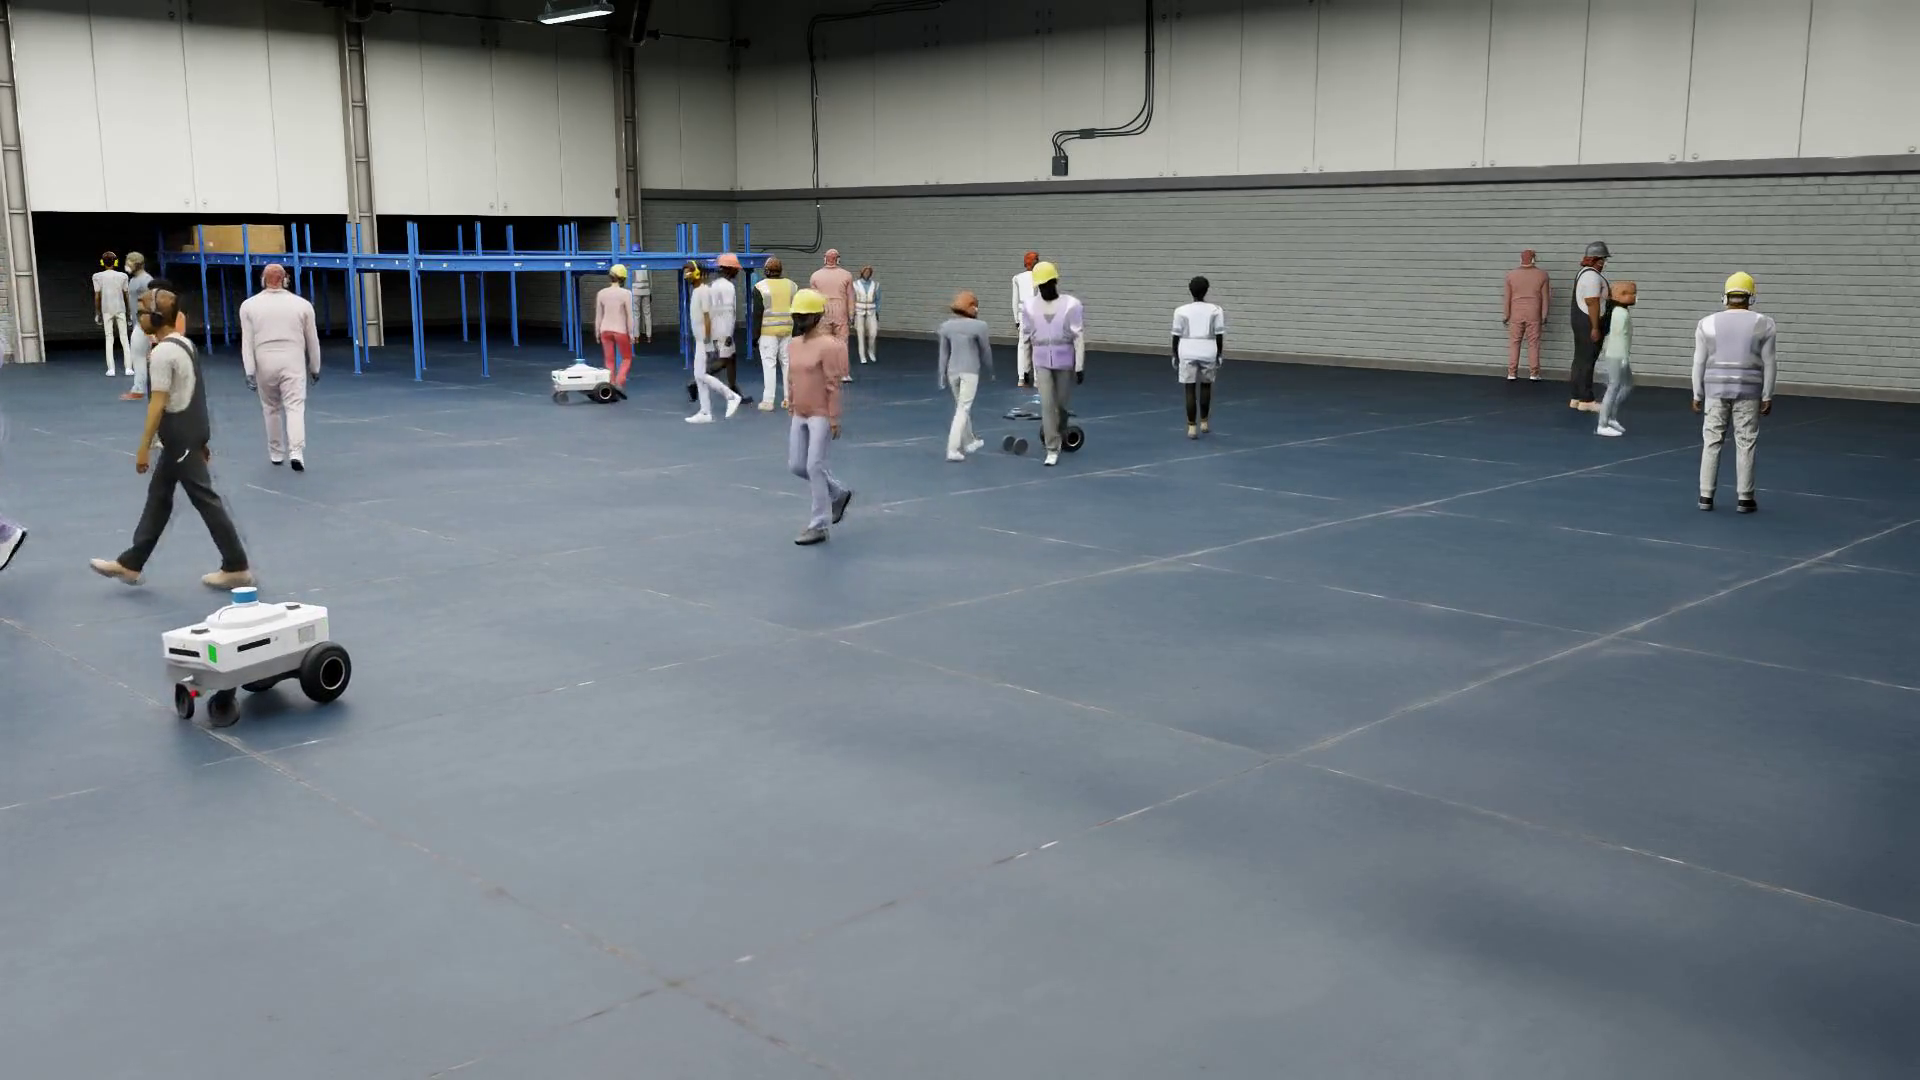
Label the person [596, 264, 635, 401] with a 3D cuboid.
[{"bbox_3d":[-4.400,-2.650,21.270,0.548,1.745,0.386,2,11,13],"label":"person"}]

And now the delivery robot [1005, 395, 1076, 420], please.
[{"bbox_3d":[0.801,-1.321,16.438,0.698,0.223,0.335,-4,11,-23],"label":"delivery robot"}]

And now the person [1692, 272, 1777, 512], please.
[{"bbox_3d":[5.955,-1.139,12.807,0.590,1.832,0.403,6,12,31],"label":"person"}]

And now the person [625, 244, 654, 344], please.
[{"bbox_3d":[-6.316,-4.842,32.711,0.602,1.938,0.402,-8,13,-38],"label":"person"}]

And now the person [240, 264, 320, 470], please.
[{"bbox_3d":[-6.178,-1.581,15.163,0.660,1.862,0.988,-4,11,-22],"label":"person"}]

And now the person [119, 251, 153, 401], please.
[{"bbox_3d":[-10.458,-2.776,21.524,0.865,1.916,0.640,-8,13,-36],"label":"person"}]

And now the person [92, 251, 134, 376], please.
[{"bbox_3d":[-12.805,-3.424,25.163,0.531,1.870,0.316,-6,12,-29],"label":"person"}]

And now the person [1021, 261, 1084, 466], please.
[{"bbox_3d":[0.882,-1.679,15.658,0.603,1.877,0.826,2,11,10],"label":"person"}]

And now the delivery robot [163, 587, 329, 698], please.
[{"bbox_3d":[-3.191,0.456,7.458,0.477,0.478,0.707,5,11,24],"label":"delivery robot"}]

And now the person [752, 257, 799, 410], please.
[{"bbox_3d":[-2.261,-2.511,20.265,0.622,1.845,0.429,-7,13,-34],"label":"person"}]

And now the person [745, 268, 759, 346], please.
[{"bbox_3d":[-3.984,-4.581,32.039,0.317,1.669,0.619,-2,11,-9],"label":"person"}]

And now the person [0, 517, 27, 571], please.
[{"bbox_3d":[-5.916,-0.635,9.893,0.651,1.890,0.551,7,12,32],"label":"person"}]

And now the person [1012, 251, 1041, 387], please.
[{"bbox_3d":[1.010,-3.101,23.363,0.575,1.884,0.355,6,12,31],"label":"person"}]

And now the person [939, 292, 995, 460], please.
[{"bbox_3d":[0.059,-1.567,15.859,0.487,1.579,0.856,7,12,33],"label":"person"}]

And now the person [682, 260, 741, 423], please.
[{"bbox_3d":[-2.860,-2.263,18.930,0.555,1.837,0.531,-3,11,-16],"label":"person"}]

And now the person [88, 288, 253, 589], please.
[{"bbox_3d":[-4.739,-0.589,9.901,0.951,1.792,0.535,-2,11,-11],"label":"person"}]

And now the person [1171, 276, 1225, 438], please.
[{"bbox_3d":[2.492,-1.937,17.558,0.552,1.671,0.683,0,10,2],"label":"person"}]

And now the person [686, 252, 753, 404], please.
[{"bbox_3d":[-3.012,-2.617,20.675,0.838,1.910,0.561,-4,11,-22],"label":"person"}]

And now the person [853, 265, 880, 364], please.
[{"bbox_3d":[-1.561,-3.724,27.468,0.509,1.622,0.383,-2,11,-12],"label":"person"}]

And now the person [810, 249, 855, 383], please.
[{"bbox_3d":[-1.826,-3.228,23.998,0.641,1.909,0.409,0,10,2],"label":"person"}]

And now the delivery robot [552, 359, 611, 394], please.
[{"bbox_3d":[-4.818,-2.059,21.169,0.707,0.478,0.477,-5,12,-26],"label":"delivery robot"}]

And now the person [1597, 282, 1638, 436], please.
[{"bbox_3d":[6.992,-1.911,17.580,0.437,1.621,0.528,3,11,15],"label":"person"}]

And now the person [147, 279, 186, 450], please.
[{"bbox_3d":[-7.807,-1.736,16.436,0.393,1.685,0.551,1,10,3],"label":"person"}]

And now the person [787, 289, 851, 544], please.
[{"bbox_3d":[-0.971,-0.870,11.582,0.528,1.753,0.550,10,14,43],"label":"person"}]

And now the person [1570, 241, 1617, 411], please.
[{"bbox_3d":[7.734,-2.595,20.294,0.536,2.000,0.673,1,10,7],"label":"person"}]

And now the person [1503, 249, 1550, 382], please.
[{"bbox_3d":[8.244,-3.267,24.227,0.636,1.903,0.404,4,11,22],"label":"person"}]
